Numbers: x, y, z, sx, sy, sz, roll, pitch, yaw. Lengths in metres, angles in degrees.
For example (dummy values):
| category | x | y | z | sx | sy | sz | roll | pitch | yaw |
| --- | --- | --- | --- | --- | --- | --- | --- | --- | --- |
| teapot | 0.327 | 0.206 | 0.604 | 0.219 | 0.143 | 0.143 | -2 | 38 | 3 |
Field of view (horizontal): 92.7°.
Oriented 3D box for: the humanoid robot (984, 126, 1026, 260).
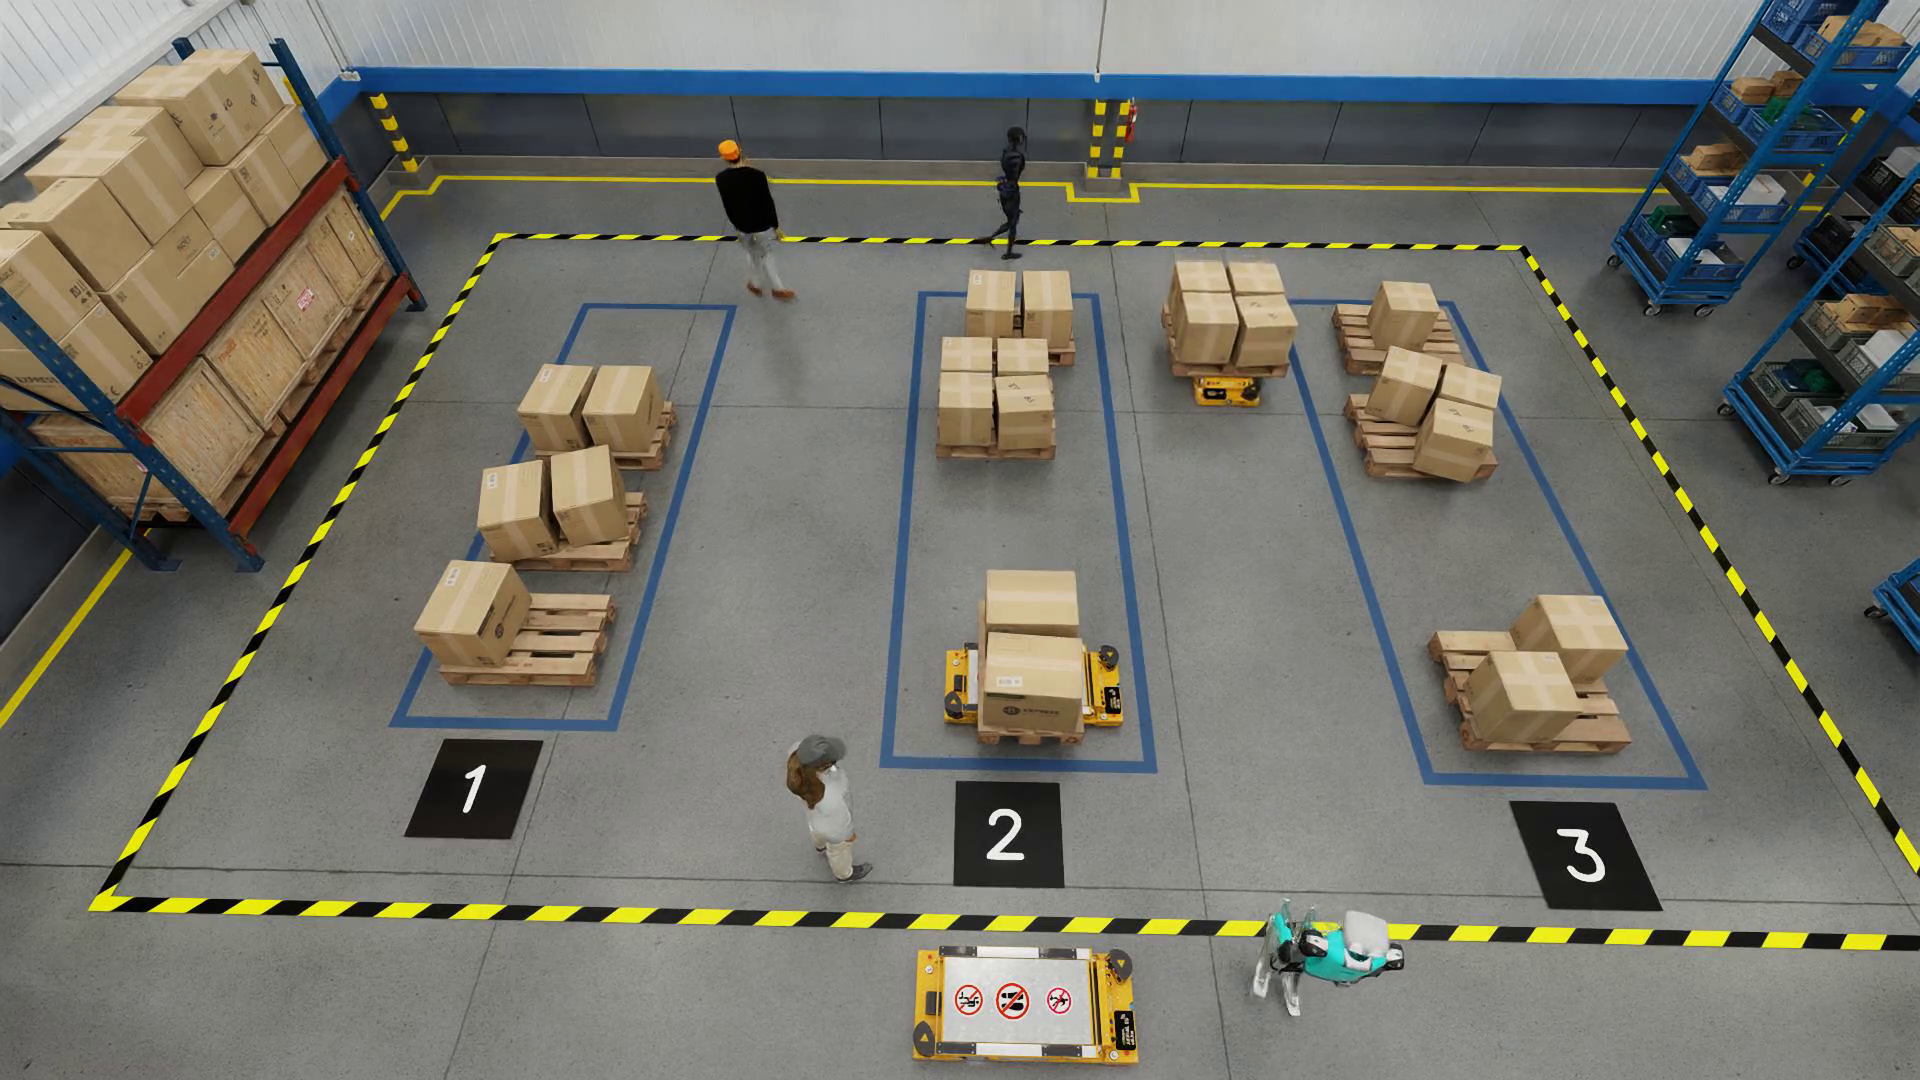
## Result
| category | x | y | z | sx | sy | sz | roll | pitch | yaw |
| --- | --- | --- | --- | --- | --- | --- | --- | --- | --- |
| humanoid robot | 0.539 | -4.099 | 10.920 | 0.462 | 1.639 | 0.609 | -7 | 51 | -6 |

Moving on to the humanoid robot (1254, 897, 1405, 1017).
| category | x | y | z | sx | sy | sz | roll | pitch | yaw |
| --- | --- | --- | --- | --- | --- | --- | --- | --- | --- |
| humanoid robot | 2.141 | 2.394 | 5.550 | 0.550 | 1.716 | 0.745 | 7 | 51 | 6 |

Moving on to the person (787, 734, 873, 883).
| category | x | y | z | sx | sy | sz | roll | pitch | yaw |
| --- | --- | --- | --- | --- | --- | --- | --- | --- | --- |
| person | -0.880 | 1.775 | 6.070 | 0.398 | 1.767 | 0.572 | -29 | 56 | -22 |

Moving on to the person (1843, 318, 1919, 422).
| category | x | y | z | sx | sy | sz | roll | pitch | yaw |
| --- | --- | --- | --- | --- | --- | --- | --- | --- | --- |
| person | 9.380 | -1.875 | 8.950 | 0.633 | 1.921 | 0.548 | -9 | 51 | -7 |

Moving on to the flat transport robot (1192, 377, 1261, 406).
| category | x | y | z | sx | sy | sz | roll | pitch | yaw |
| --- | --- | --- | --- | --- | --- | --- | --- | --- | --- |
| flat transport robot | 2.865 | -2.039 | 10.130 | 0.652 | 0.197 | 1.431 | 1 | 51 | 1 |

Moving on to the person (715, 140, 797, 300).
| category | x | y | z | sx | sy | sz | roll | pitch | yaw |
| --- | --- | --- | --- | --- | --- | --- | --- | --- | --- |
| person | -2.299 | -3.586 | 10.401 | 0.753 | 1.847 | 0.385 | 8 | 51 | 7 |

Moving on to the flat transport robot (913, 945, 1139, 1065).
| category | x | y | z | sx | sy | sz | roll | pitch | yaw |
| --- | --- | --- | --- | --- | --- | --- | --- | --- | --- |
| flat transport robot | 0.422 | 3.041 | 6.007 | 1.431 | 0.231 | 0.659 | 1 | 51 | 1 |

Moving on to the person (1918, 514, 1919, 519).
| category | x | y | z | sx | sy | sz | roll | pitch | yaw |
| --- | --- | --- | --- | --- | --- | --- | --- | --- | --- |
| person | 9.528 | -0.666 | 8.040 | 0.652 | 1.803 | 0.696 | -33 | 58 | -24 |

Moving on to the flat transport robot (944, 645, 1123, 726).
| category | x | y | z | sx | sy | sz | roll | pitch | yaw |
| --- | --- | --- | --- | --- | --- | --- | --- | --- | --- |
| flat transport robot | 0.596 | 1.174 | 7.511 | 1.431 | 0.197 | 0.652 | 1 | 51 | 1 |
